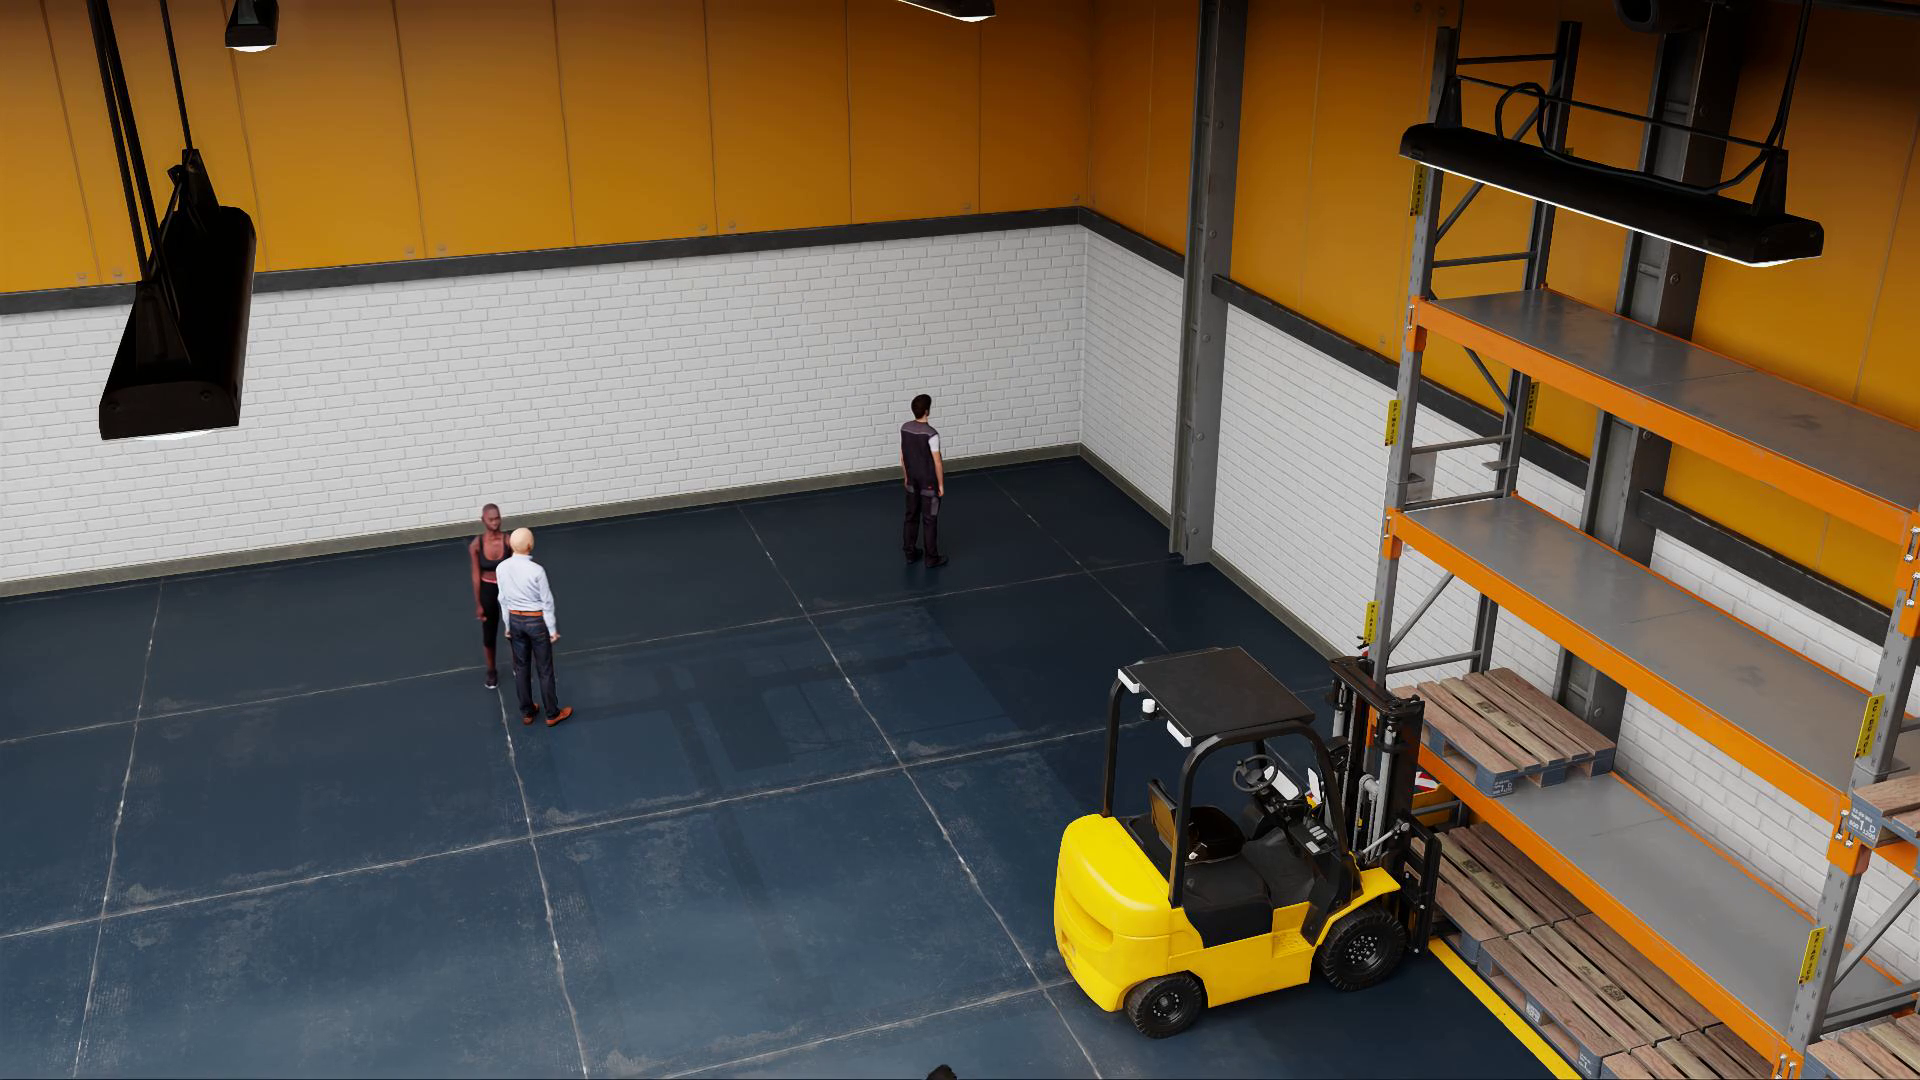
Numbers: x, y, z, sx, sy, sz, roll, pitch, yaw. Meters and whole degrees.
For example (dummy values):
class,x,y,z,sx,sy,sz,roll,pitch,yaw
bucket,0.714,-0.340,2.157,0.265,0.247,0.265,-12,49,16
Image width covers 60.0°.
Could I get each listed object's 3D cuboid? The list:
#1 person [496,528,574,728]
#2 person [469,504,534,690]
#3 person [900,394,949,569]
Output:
class,x,y,z,sx,sy,sz,roll,pitch,yaw
person,-3.636,0.736,14.066,0.736,1.791,0.760,6,24,14
person,-4.075,0.483,14.698,0.572,1.748,0.539,-8,25,-18
person,-0.387,-0.610,17.074,0.704,1.849,0.799,15,28,31
